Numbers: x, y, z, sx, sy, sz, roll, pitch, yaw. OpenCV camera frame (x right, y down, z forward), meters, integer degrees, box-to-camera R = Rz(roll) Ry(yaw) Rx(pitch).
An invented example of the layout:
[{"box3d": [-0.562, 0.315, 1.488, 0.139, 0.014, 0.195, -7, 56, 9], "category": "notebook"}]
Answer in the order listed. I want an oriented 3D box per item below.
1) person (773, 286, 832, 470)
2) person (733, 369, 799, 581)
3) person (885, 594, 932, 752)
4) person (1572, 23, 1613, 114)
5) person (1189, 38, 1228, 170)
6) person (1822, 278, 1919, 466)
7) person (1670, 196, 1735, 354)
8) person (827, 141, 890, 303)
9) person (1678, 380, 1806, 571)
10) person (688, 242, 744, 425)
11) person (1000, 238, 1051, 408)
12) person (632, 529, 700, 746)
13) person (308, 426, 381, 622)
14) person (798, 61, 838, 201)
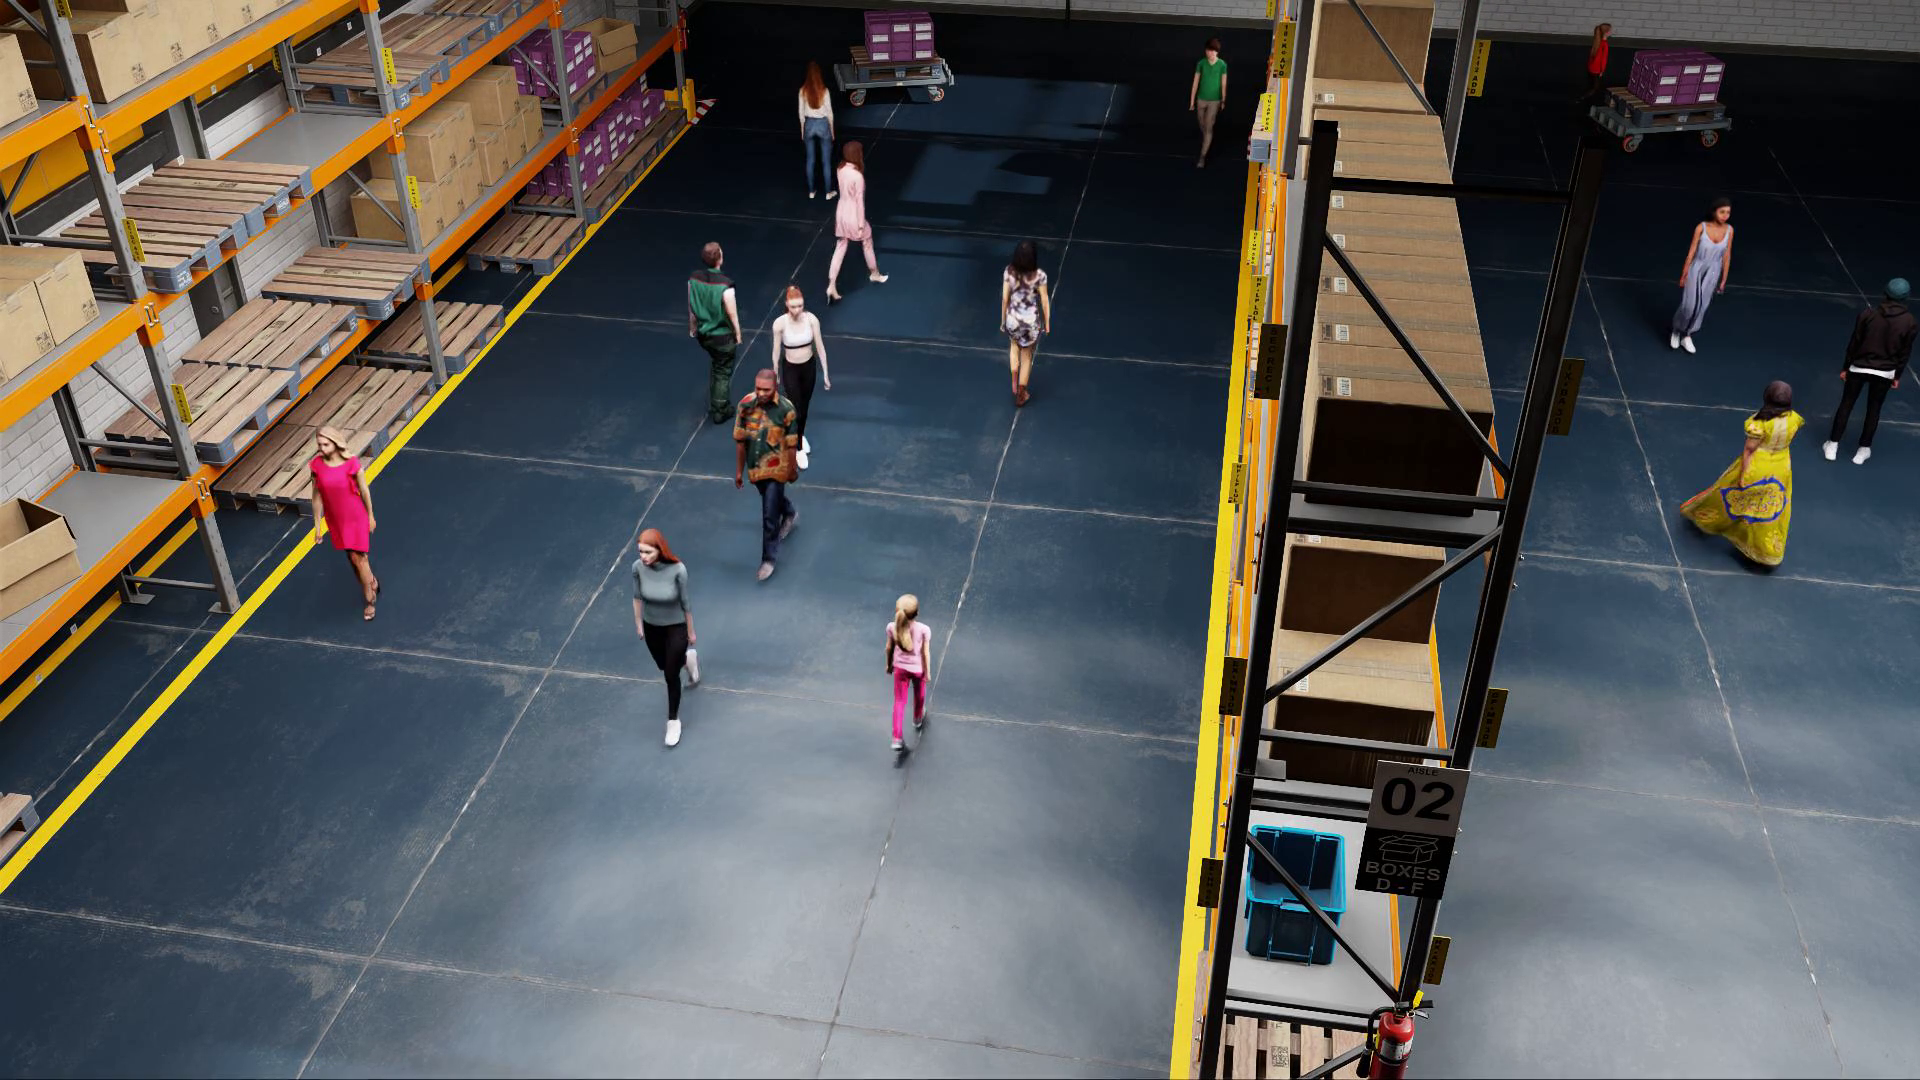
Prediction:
[{"box3d": [-1.505, -1.574, 15.319, 0.848, 1.723, 0.951, -15, 36, -21], "category": "person"}, {"box3d": [-1.568, -0.651, 13.886, 0.840, 1.773, 1.252, 12, 35, 17], "category": "person"}, {"box3d": [-0.379, 0.954, 11.941, 0.479, 1.252, 0.863, 5, 34, 8], "category": "person"}, {"box3d": [8.847, -6.578, 23.256, 0.702, 1.272, 0.742, -6, 34, -9], "category": "person"}, {"box3d": [3.259, -5.745, 21.685, 0.704, 1.622, 1.128, 12, 35, 17], "category": "person"}, {"box3d": [8.341, -1.557, 15.209, 0.737, 1.817, 0.687, 16, 37, 22], "category": "person"}, {"box3d": [7.611, -2.752, 17.127, 0.634, 1.684, 0.690, 1, 34, 2], "category": "person"}, {"box3d": [-1.252, -3.413, 18.062, 1.024, 1.749, 1.209, 27, 42, 35], "category": "person"}, {"box3d": [6.692, -0.510, 13.816, 1.025, 1.615, 1.298, -4, 34, -6], "category": "person"}, {"box3d": [-2.352, -1.933, 15.761, 0.755, 1.831, 0.764, 16, 37, 23], "category": "person"}, {"box3d": [0.582, -2.060, 16.050, 0.647, 1.723, 0.632, 10, 35, 14], "category": "person"}, {"box3d": [-2.103, 0.604, 12.044, 0.589, 1.721, 1.016, 5, 34, 7], "category": "person"}, {"box3d": [-4.859, -0.213, 13.283, 0.581, 1.711, 0.668, 4, 34, 6], "category": "person"}, {"box3d": [-1.770, -5.071, 20.575, 0.573, 1.728, 0.479, 5, 34, 8], "category": "person"}]
